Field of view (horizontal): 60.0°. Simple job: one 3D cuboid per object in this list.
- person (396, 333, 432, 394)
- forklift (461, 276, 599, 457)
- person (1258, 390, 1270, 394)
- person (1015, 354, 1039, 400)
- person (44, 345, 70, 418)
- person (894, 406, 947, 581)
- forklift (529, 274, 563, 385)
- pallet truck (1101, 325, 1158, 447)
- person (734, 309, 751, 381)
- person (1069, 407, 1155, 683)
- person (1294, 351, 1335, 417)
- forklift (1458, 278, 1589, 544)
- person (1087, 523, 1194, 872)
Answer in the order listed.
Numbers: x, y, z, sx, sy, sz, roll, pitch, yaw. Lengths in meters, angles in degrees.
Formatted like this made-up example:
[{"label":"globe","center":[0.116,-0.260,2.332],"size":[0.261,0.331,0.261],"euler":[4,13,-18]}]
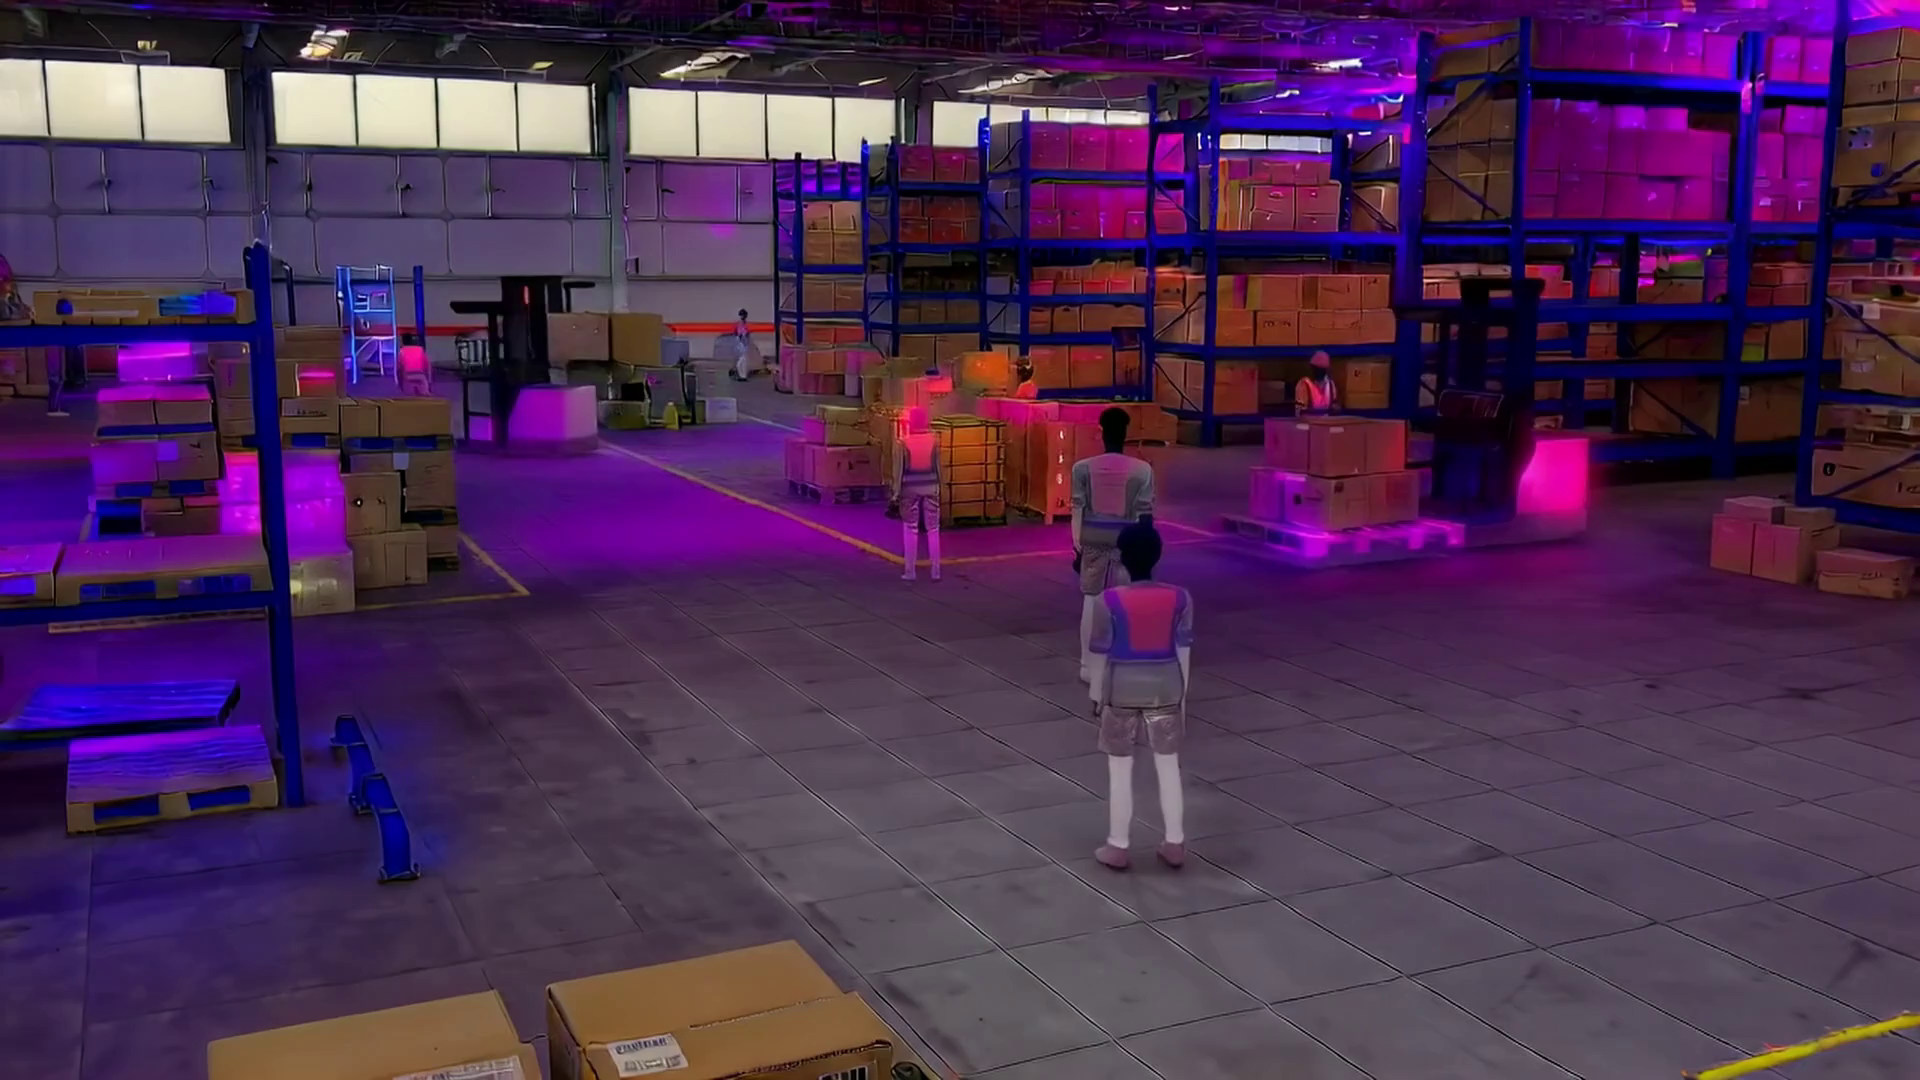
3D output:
[{"label":"person","center":[-9.832,-2.830,30.006],"size":[0.636,1.808,0.939],"euler":[-5,10,-28]},{"label":"forklift","center":[-6.800,-2.761,26.220],"size":[1.873,2.768,1.129],"euler":[2,9,14]},{"label":"person","center":[7.262,-4.330,39.637],"size":[0.339,1.684,0.592],"euler":[5,10,28]},{"label":"person","center":[0.807,-1.381,20.780],"size":[0.329,1.872,0.508],"euler":[-3,10,-17]},{"label":"person","center":[-18.002,-3.394,33.117],"size":[0.373,1.932,0.623],"euler":[-2,9,-14]},{"label":"person","center":[-0.369,-0.427,15.576],"size":[0.522,1.640,0.306],"euler":[-3,10,-19]},{"label":"forklift","center":[-10.423,-5.434,42.799],"size":[1.873,2.768,1.129],"euler":[-3,10,-18]},{"label":"pallet truck","center":[2.881,-2.596,27.923],"size":[0.823,1.965,1.885],"euler":[-1,9,-7]},{"label":"person","center":[-5.744,-5.135,43.901],"size":[0.424,1.922,0.553],"euler":[-4,10,-26]},{"label":"person","center":[1.063,0.046,11.670],"size":[0.604,1.957,0.387],"euler":[3,10,16]},{"label":"person","center":[4.457,-1.430,20.961],"size":[0.545,1.910,0.596],"euler":[-4,10,-25]},{"label":"forklift","center":[5.842,-1.454,18.109],"size":[1.873,2.768,1.129],"euler":[-4,10,-25]},{"label":"person","center":[0.874,0.763,8.067],"size":[0.546,1.689,0.323],"euler":[-2,9,-12]}]
